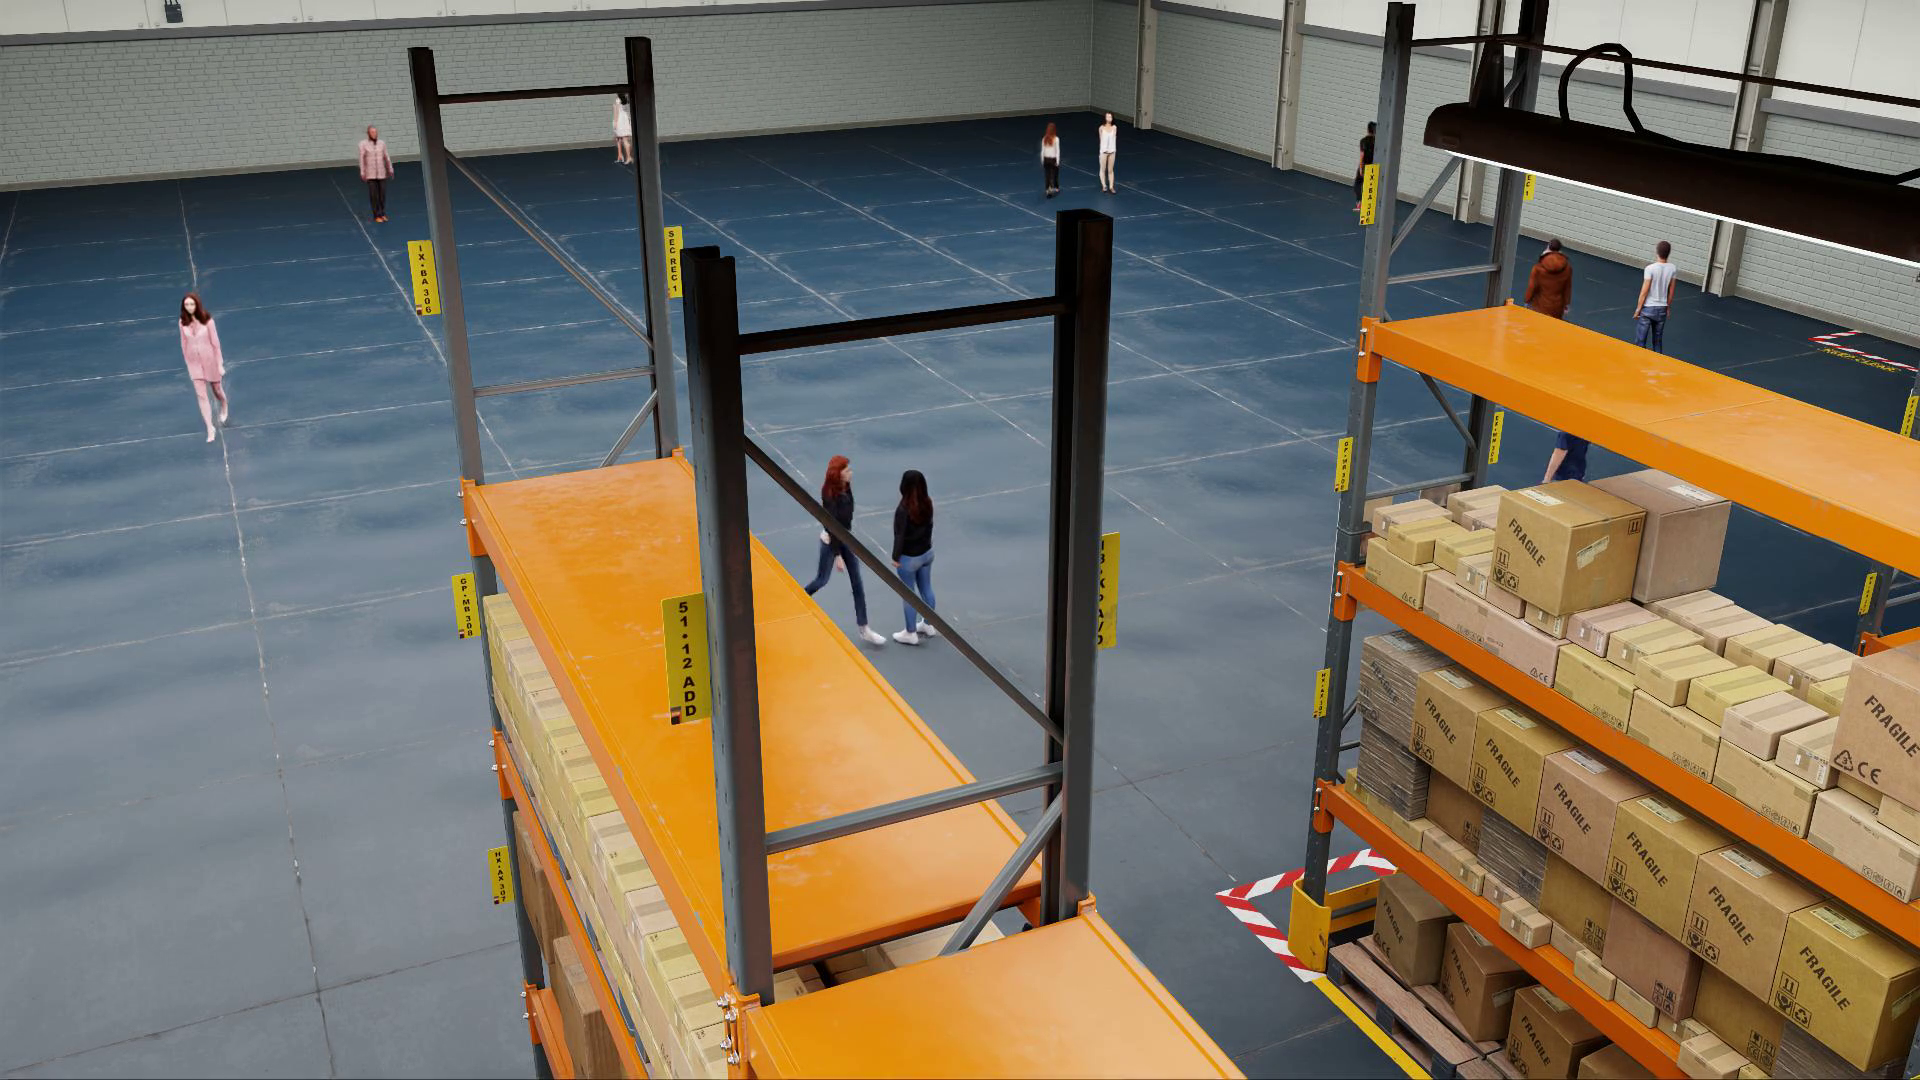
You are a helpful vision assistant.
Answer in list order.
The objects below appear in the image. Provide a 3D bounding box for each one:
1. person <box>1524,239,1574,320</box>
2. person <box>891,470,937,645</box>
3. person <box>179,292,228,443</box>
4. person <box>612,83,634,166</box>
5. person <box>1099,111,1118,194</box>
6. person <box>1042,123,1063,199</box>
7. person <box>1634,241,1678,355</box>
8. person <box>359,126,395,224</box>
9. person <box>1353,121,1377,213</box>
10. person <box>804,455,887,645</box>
[{"bbox_3d":[7.938,-3.106,22.401,0.949,1.808,1.092,-1,23,-2],"label":"person"},{"bbox_3d":[-0.406,0.138,14.997,0.705,1.632,0.715,18,29,35],"label":"person"},{"bbox_3d":[-9.117,-2.126,20.150,0.838,1.766,1.196,-4,23,-9],"label":"person"},{"bbox_3d":[-7.382,-9.163,36.702,0.890,1.763,0.847,3,23,7],"label":"person"},{"bbox_3d":[2.997,-7.909,33.890,0.582,1.655,0.650,-6,24,-14],"label":"person"},{"bbox_3d":[1.803,-7.616,33.442,0.855,1.467,0.905,10,25,22],"label":"person"},{"bbox_3d":[9.282,-3.071,22.243,0.694,1.867,0.659,-2,23,-5],"label":"person"},{"bbox_3d":[-11.044,-6.908,31.361,0.843,1.792,0.955,-17,28,-34],"label":"person"},{"bbox_3d":[7.878,-7.123,31.927,0.686,1.746,0.679,-6,24,-13],"label":"person"},{"bbox_3d":[-1.177,0.078,14.997,1.267,1.743,1.068,9,25,20],"label":"person"}]
